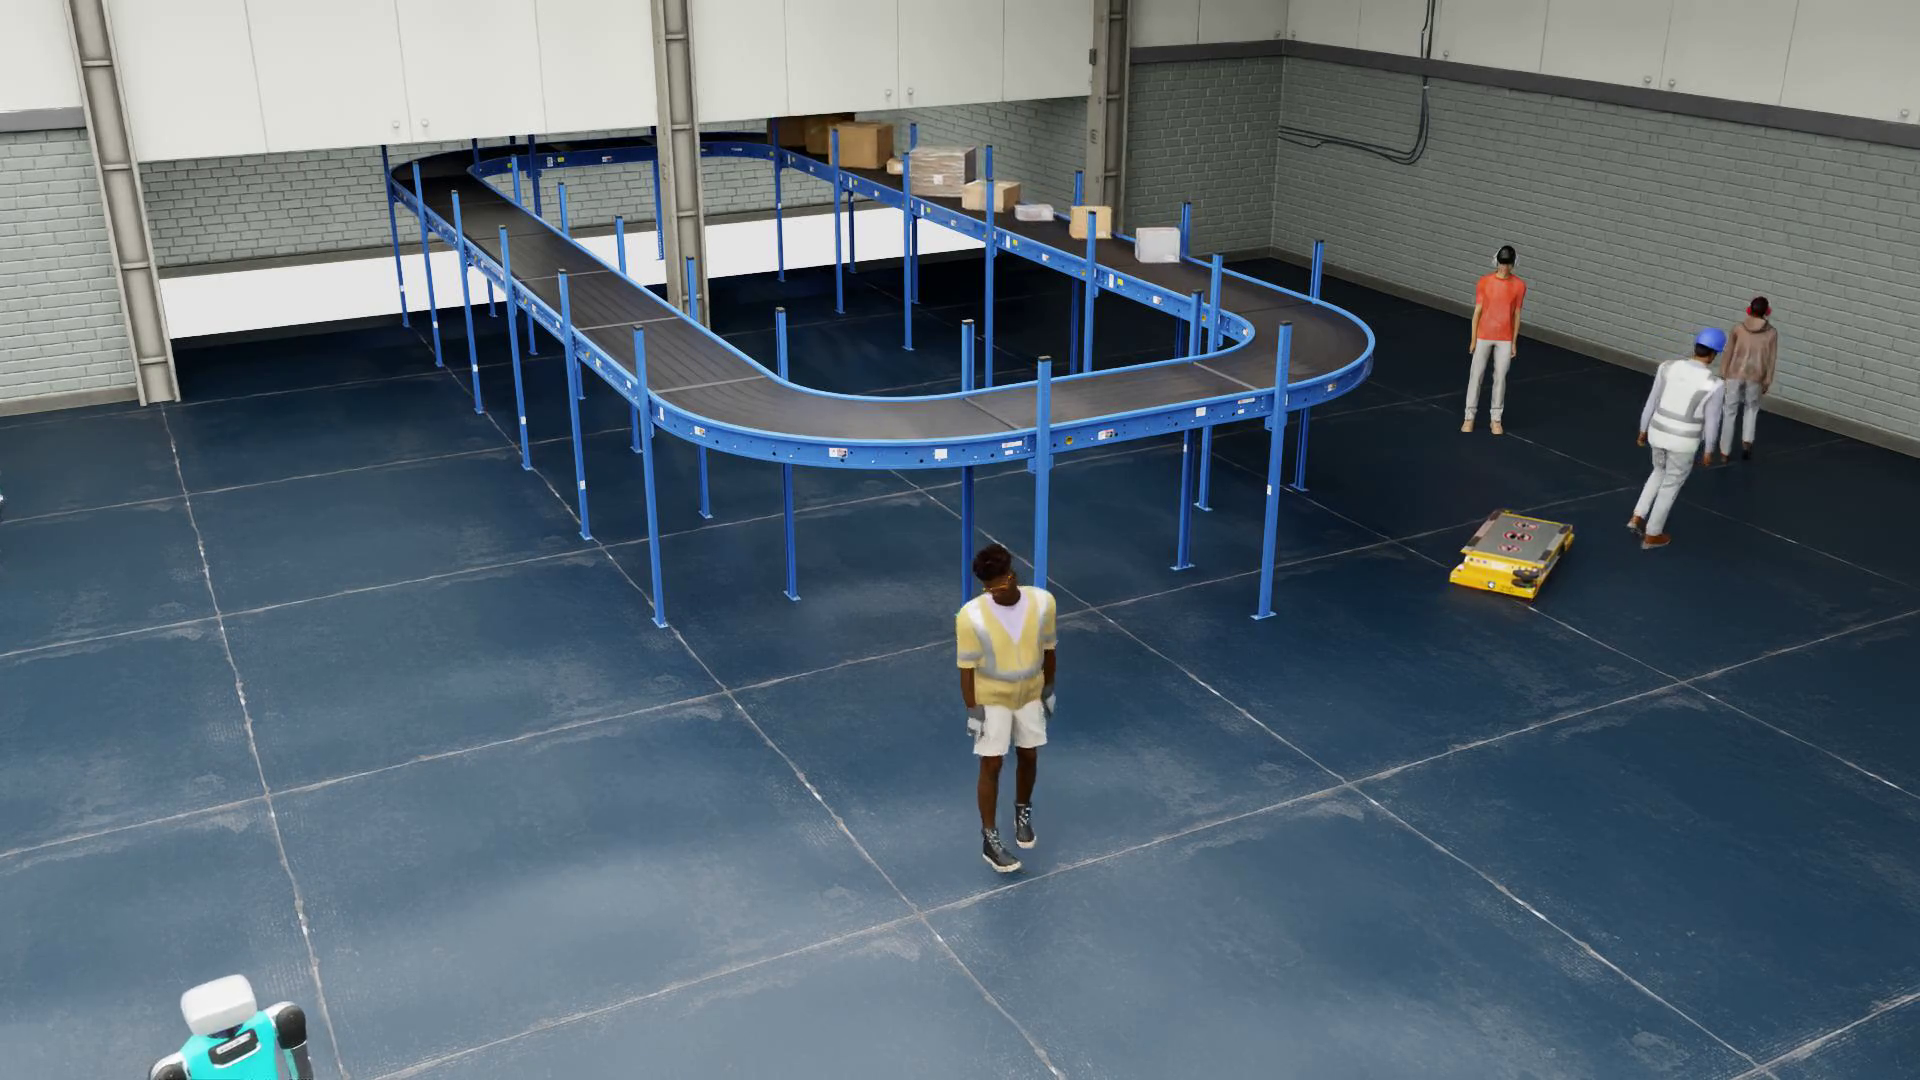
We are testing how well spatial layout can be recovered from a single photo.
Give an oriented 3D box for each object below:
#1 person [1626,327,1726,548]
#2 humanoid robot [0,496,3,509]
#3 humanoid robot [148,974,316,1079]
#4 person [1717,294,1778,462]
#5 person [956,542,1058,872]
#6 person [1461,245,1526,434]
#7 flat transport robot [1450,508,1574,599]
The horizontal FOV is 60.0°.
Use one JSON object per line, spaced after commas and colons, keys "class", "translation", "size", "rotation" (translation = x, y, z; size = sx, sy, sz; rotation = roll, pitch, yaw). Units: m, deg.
{"class": "person", "translation": [5.941, -0.829, 13.731], "size": [0.470, 1.914, 0.632], "rotation": [-14, 26, -30]}
{"class": "humanoid robot", "translation": [-8.151, -0.627, 13.495], "size": [0.826, 1.797, 0.541], "rotation": [9, 24, 22]}
{"class": "humanoid robot", "translation": [-2.363, 2.470, 5.903], "size": [0.557, 1.837, 0.785], "rotation": [-20, 29, -40]}
{"class": "person", "translation": [7.465, -1.529, 15.829], "size": [0.470, 1.640, 0.379], "rotation": [7, 23, 17]}
{"class": "person", "translation": [0.299, 0.922, 9.398], "size": [0.612, 1.927, 0.576], "rotation": [-8, 23, -19]}
{"class": "person", "translation": [5.348, -1.997, 16.625], "size": [0.477, 1.912, 0.391], "rotation": [5, 23, 12]}
{"class": "flat transport robot", "translation": [4.545, 0.099, 13.629], "size": [0.659, 0.231, 1.431], "rotation": [13, 25, 29]}
